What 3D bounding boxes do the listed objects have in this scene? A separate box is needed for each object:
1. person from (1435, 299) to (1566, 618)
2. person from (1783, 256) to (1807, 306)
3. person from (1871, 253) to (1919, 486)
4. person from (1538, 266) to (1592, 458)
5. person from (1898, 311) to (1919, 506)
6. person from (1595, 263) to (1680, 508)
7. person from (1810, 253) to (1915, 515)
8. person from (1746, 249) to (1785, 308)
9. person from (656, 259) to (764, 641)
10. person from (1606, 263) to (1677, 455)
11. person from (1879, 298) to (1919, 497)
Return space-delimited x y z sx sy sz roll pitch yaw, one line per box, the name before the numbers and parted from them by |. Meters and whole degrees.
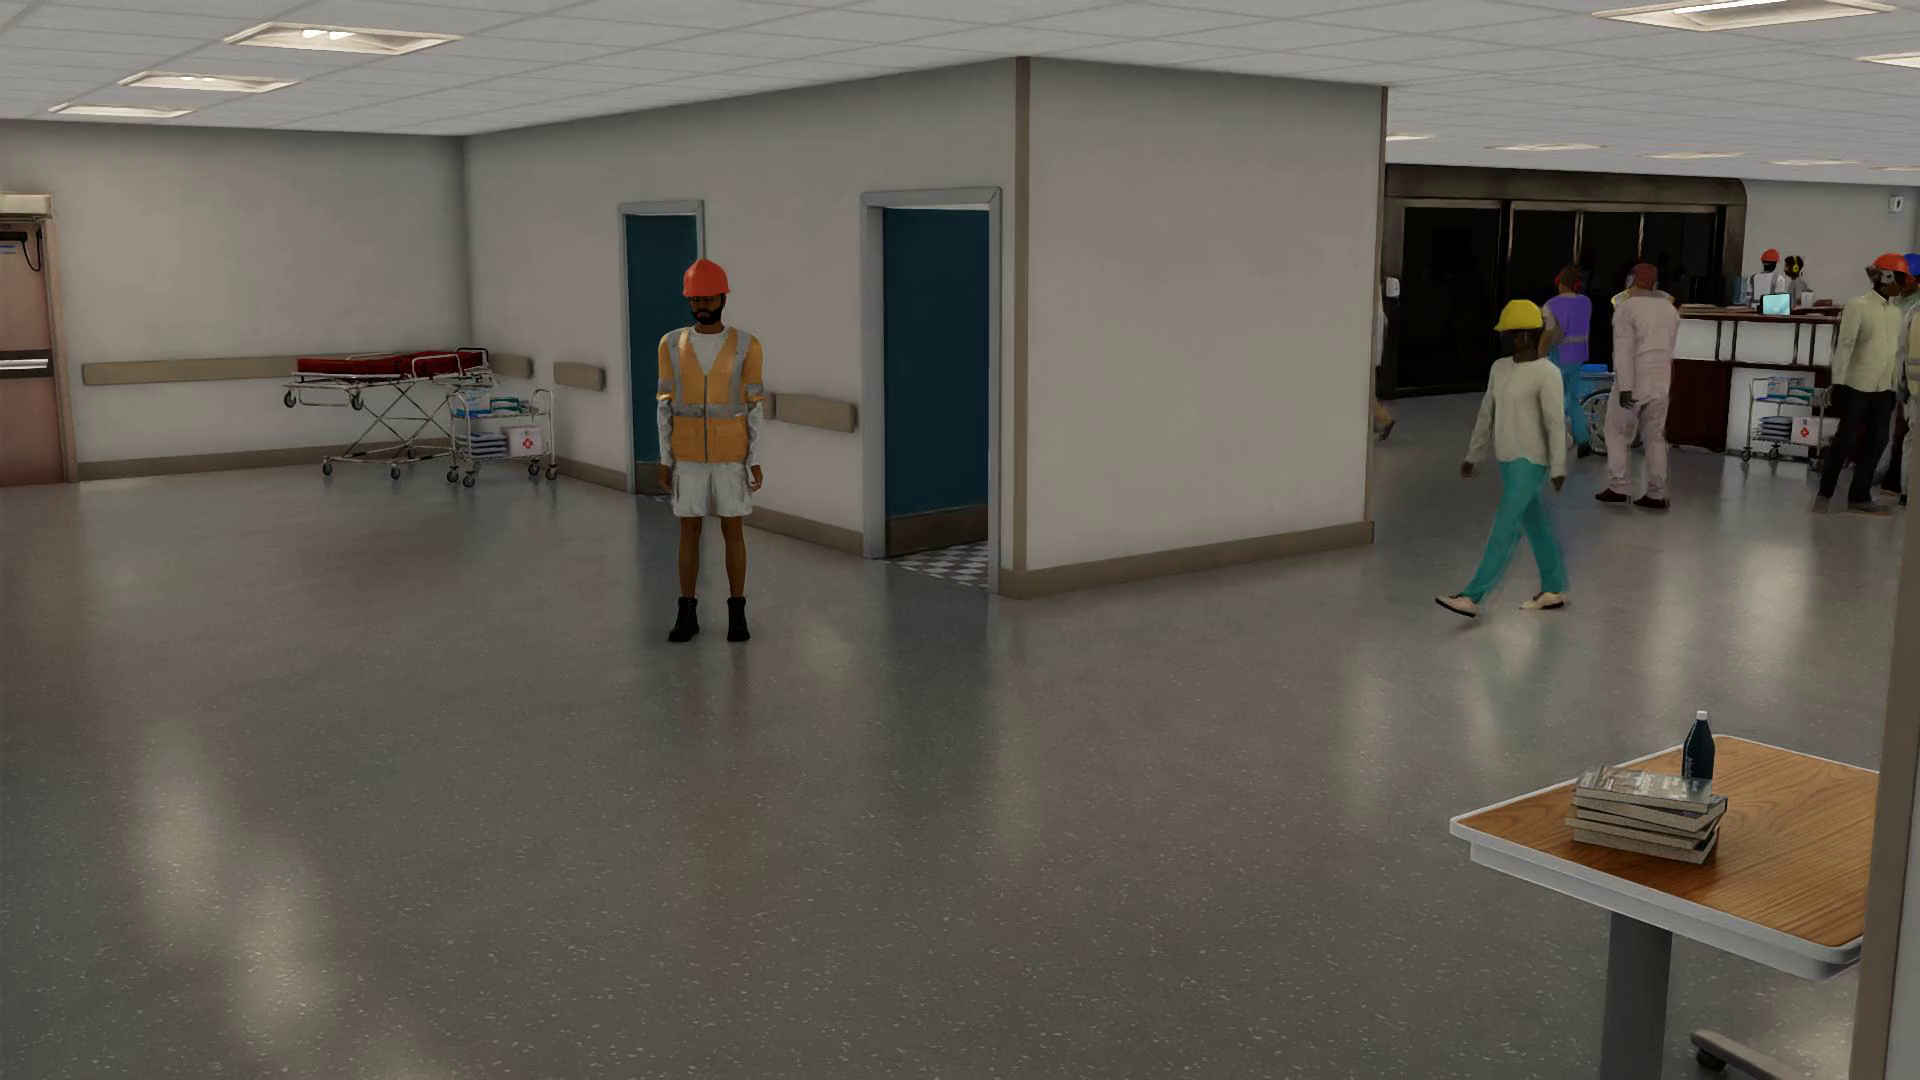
person | 2.974 -0.432 8.994 0.913 1.719 0.525 -3 11 -16
person | 11.182 -2.898 22.431 0.408 1.852 0.519 4 11 23
person | 7.757 -1.379 13.703 0.420 1.939 0.605 -6 12 -30
person | 5.616 -1.645 15.526 0.629 1.818 0.567 -5 11 -28
person | 7.428 -1.138 12.639 0.403 1.835 0.587 0 10 -2
person | 5.262 -1.184 12.809 0.663 1.866 0.654 -4 11 -20
person | 6.743 -1.154 12.431 0.708 1.949 0.525 -4 11 -23
person | 11.608 -3.213 23.973 0.358 1.938 0.545 -8 13 -38
person | -1.264 -0.440 8.436 0.543 1.939 0.361 0 10 -1
person | 6.510 -1.725 15.930 0.626 1.838 0.430 5 11 27
person | 7.694 -1.259 13.038 0.637 1.927 0.799 -10 14 -43
